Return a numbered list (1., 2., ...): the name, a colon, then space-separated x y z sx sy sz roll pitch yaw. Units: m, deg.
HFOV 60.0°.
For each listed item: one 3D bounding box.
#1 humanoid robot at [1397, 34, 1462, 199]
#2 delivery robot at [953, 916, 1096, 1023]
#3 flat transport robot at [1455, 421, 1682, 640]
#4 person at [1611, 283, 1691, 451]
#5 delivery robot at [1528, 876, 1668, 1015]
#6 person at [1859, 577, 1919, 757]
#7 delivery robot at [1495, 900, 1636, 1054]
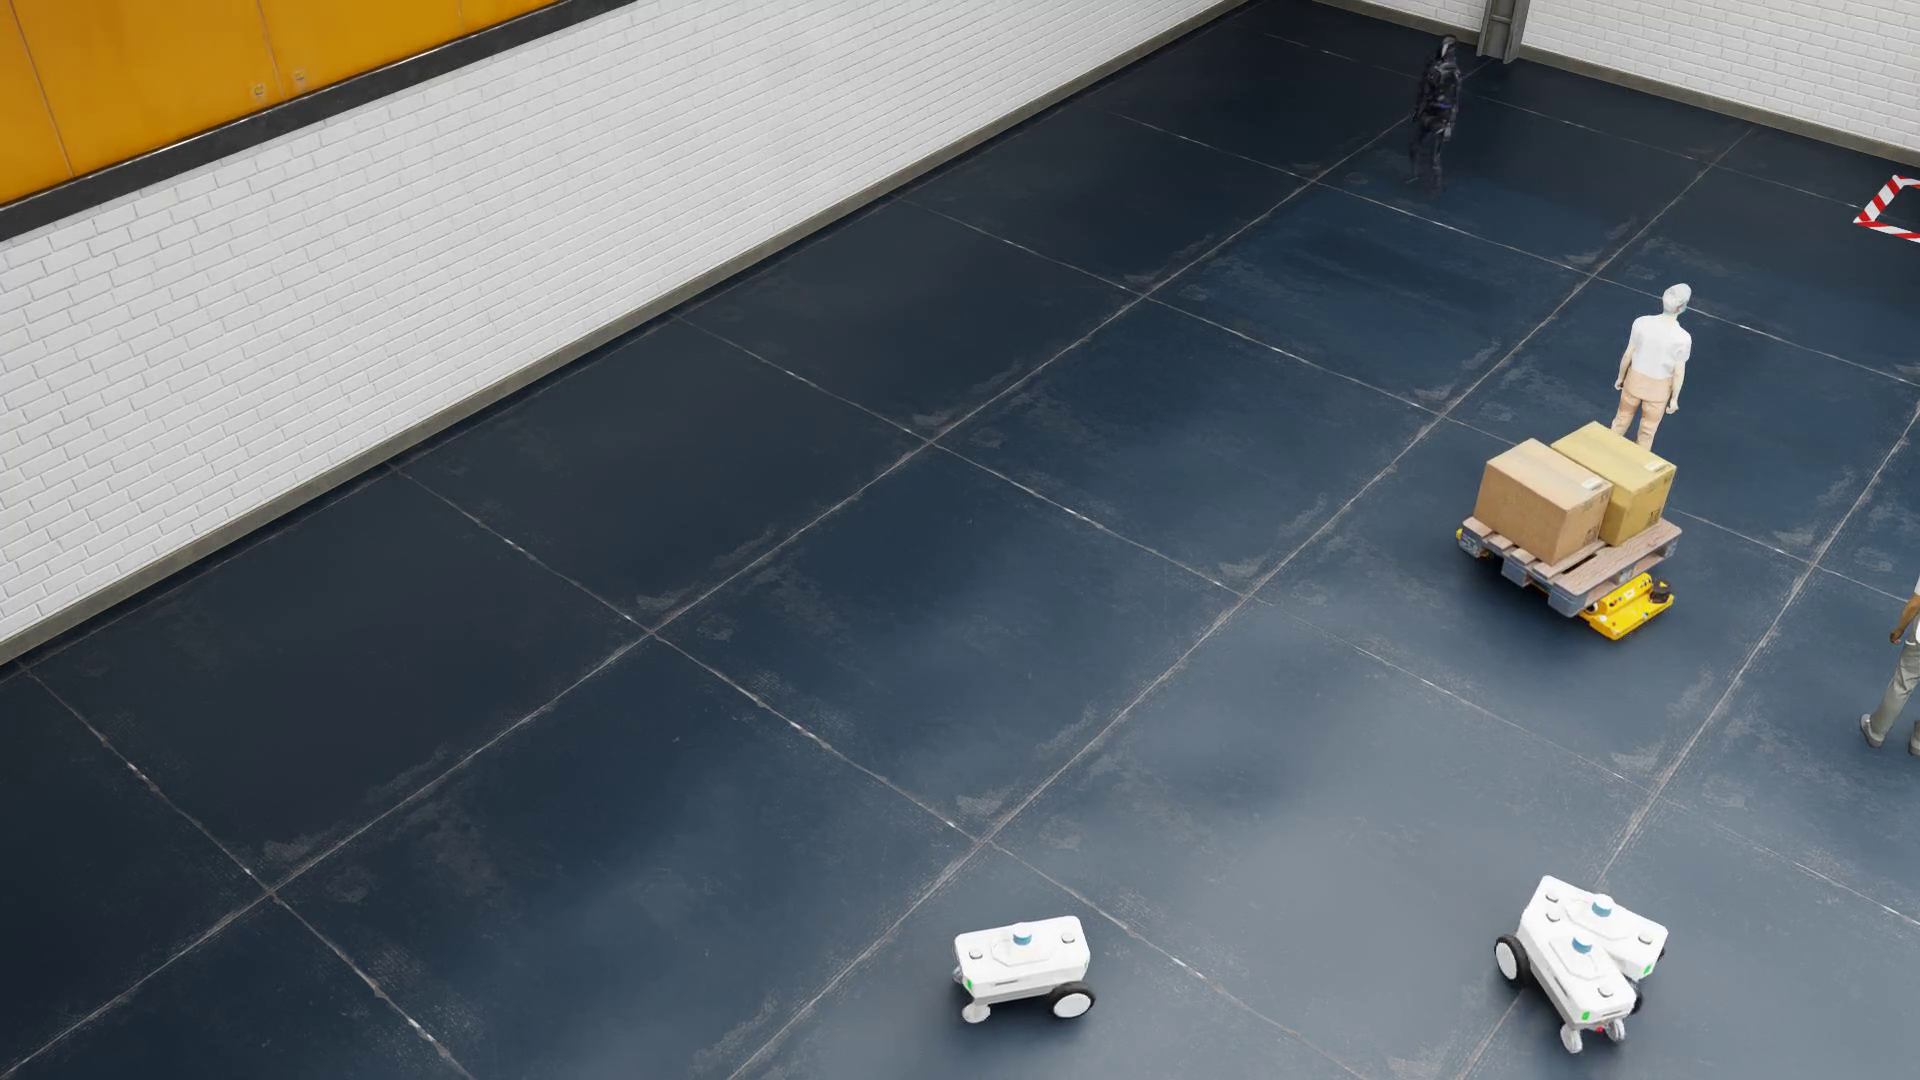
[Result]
1. humanoid robot: 4.695 -4.194 16.368 0.372 1.639 0.586 -20 43 -23
2. delivery robot: 0.351 2.328 9.158 0.768 0.581 0.499 -7 39 -9
3. flat transport robot: 4.383 0.161 12.087 0.659 0.231 1.431 -25 45 -27
4. person: 5.192 -1.159 12.546 0.496 1.745 0.306 32 49 33
5. delivery robot: 3.553 2.228 9.306 0.814 0.612 0.499 23 44 26
6. person: 6.075 0.607 10.273 0.565 1.849 0.390 13 41 16
7. delivery robot: 3.353 2.351 9.133 0.499 0.585 0.765 -10 40 -12
